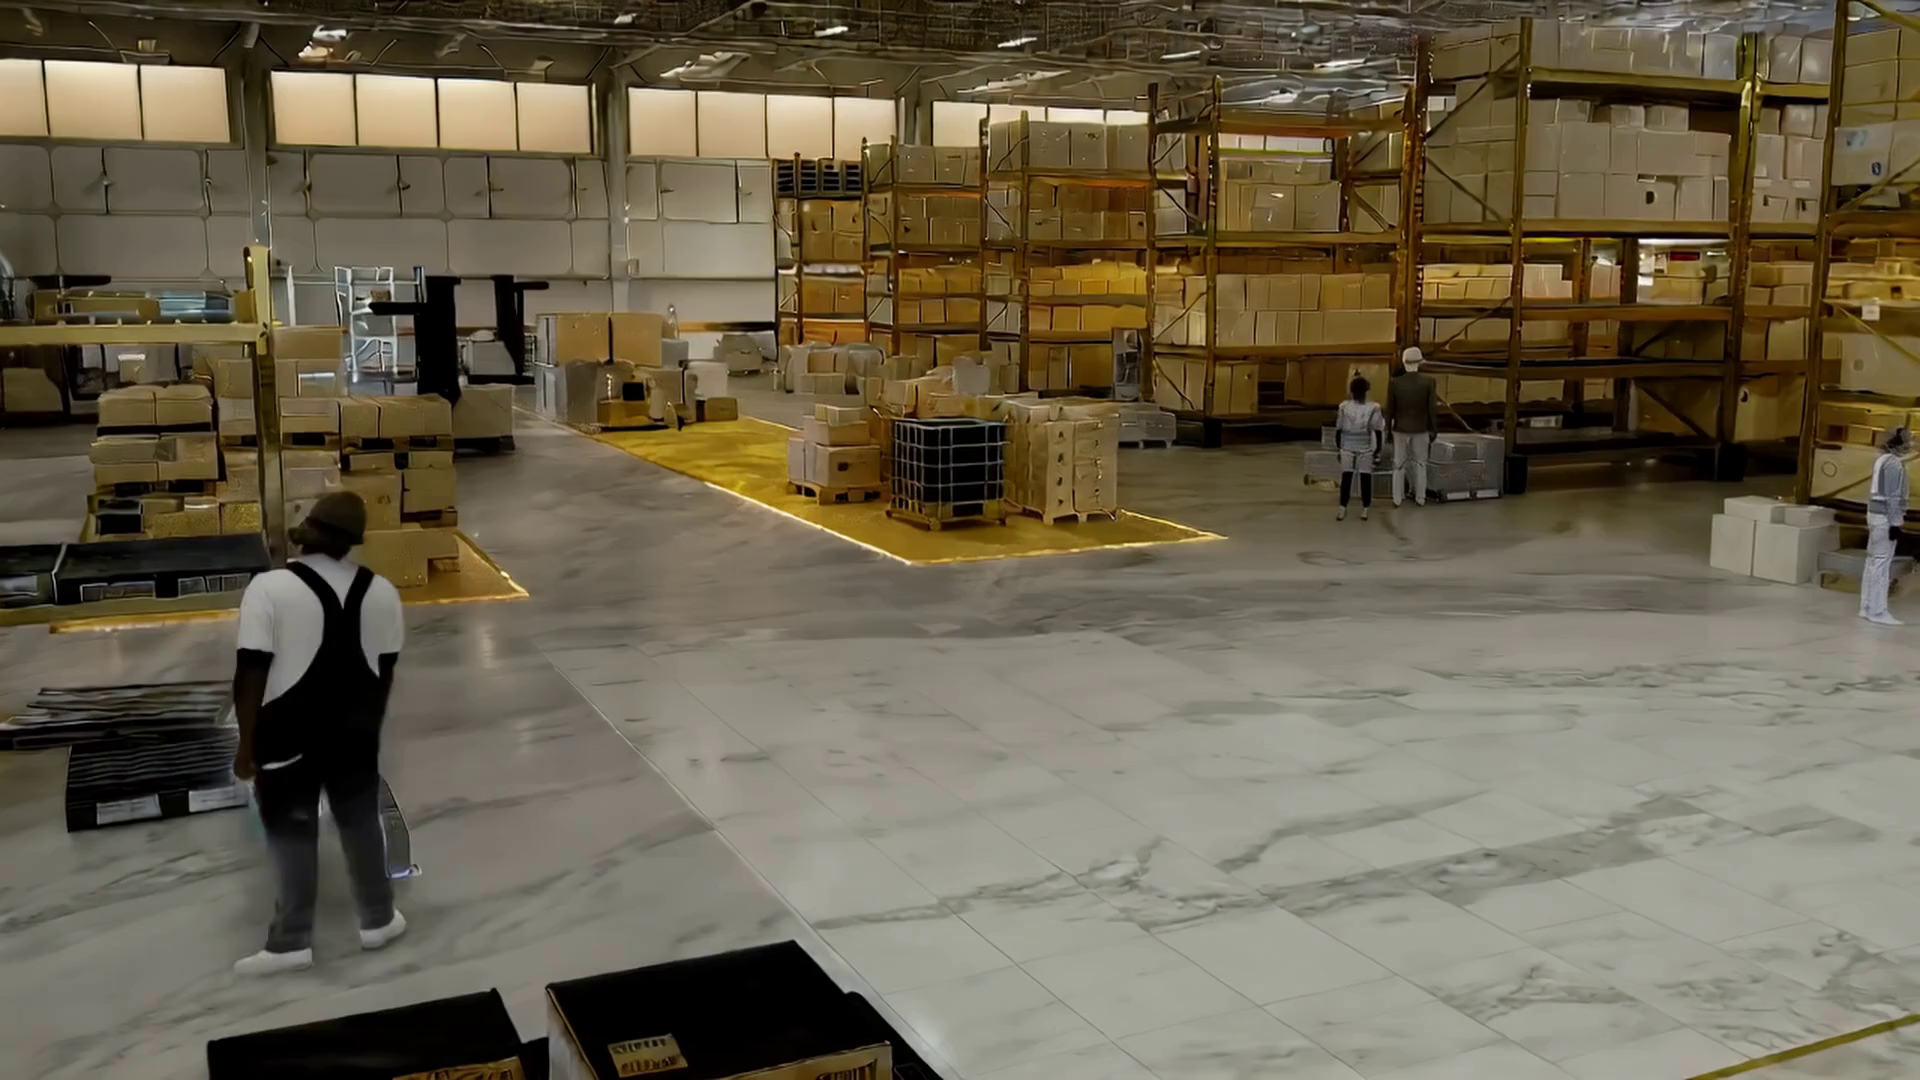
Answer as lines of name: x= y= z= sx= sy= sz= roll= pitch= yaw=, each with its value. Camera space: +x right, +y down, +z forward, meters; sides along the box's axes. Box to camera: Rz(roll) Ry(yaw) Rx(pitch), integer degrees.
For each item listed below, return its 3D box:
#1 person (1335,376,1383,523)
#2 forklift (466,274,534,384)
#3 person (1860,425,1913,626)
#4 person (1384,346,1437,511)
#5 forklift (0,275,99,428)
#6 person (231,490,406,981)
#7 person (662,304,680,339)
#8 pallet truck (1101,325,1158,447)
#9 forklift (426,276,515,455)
person: x=4.605 y=-1.046 z=19.241 sx=0.530 sy=1.695 sz=0.321 roll=4 pitch=10 yaw=24
forklift: x=-11.574 y=-5.352 z=42.293 sx=1.873 sy=2.768 sz=1.129 roll=-4 pitch=10 yaw=-25
person: x=7.633 y=-0.125 z=13.707 sx=0.308 sy=1.640 sz=0.511 roll=3 pitch=10 yaw=16
person: x=5.440 y=-1.337 z=20.119 sx=0.612 sy=1.995 sz=0.392 roll=2 pitch=9 yaw=10
forklift: x=-17.011 y=-3.559 z=31.168 sx=1.873 sy=2.768 sz=1.129 roll=-4 pitch=10 yaw=-25
person: x=-2.747 y=0.764 z=6.944 sx=0.534 sy=2.000 sz=0.822 roll=8 pitch=12 yaw=40
person: x=-8.642 y=-6.075 z=49.693 sx=0.547 sy=1.937 sz=0.379 roll=-1 pitch=9 yaw=-4
pallet truck: x=2.881 y=-2.596 z=27.923 sx=0.823 sy=1.965 sz=1.885 roll=-1 pitch=9 yaw=-7
forklift: x=-8.069 y=-2.737 z=26.069 sx=1.873 sy=2.768 sz=1.129 roll=-4 pitch=10 yaw=-25
